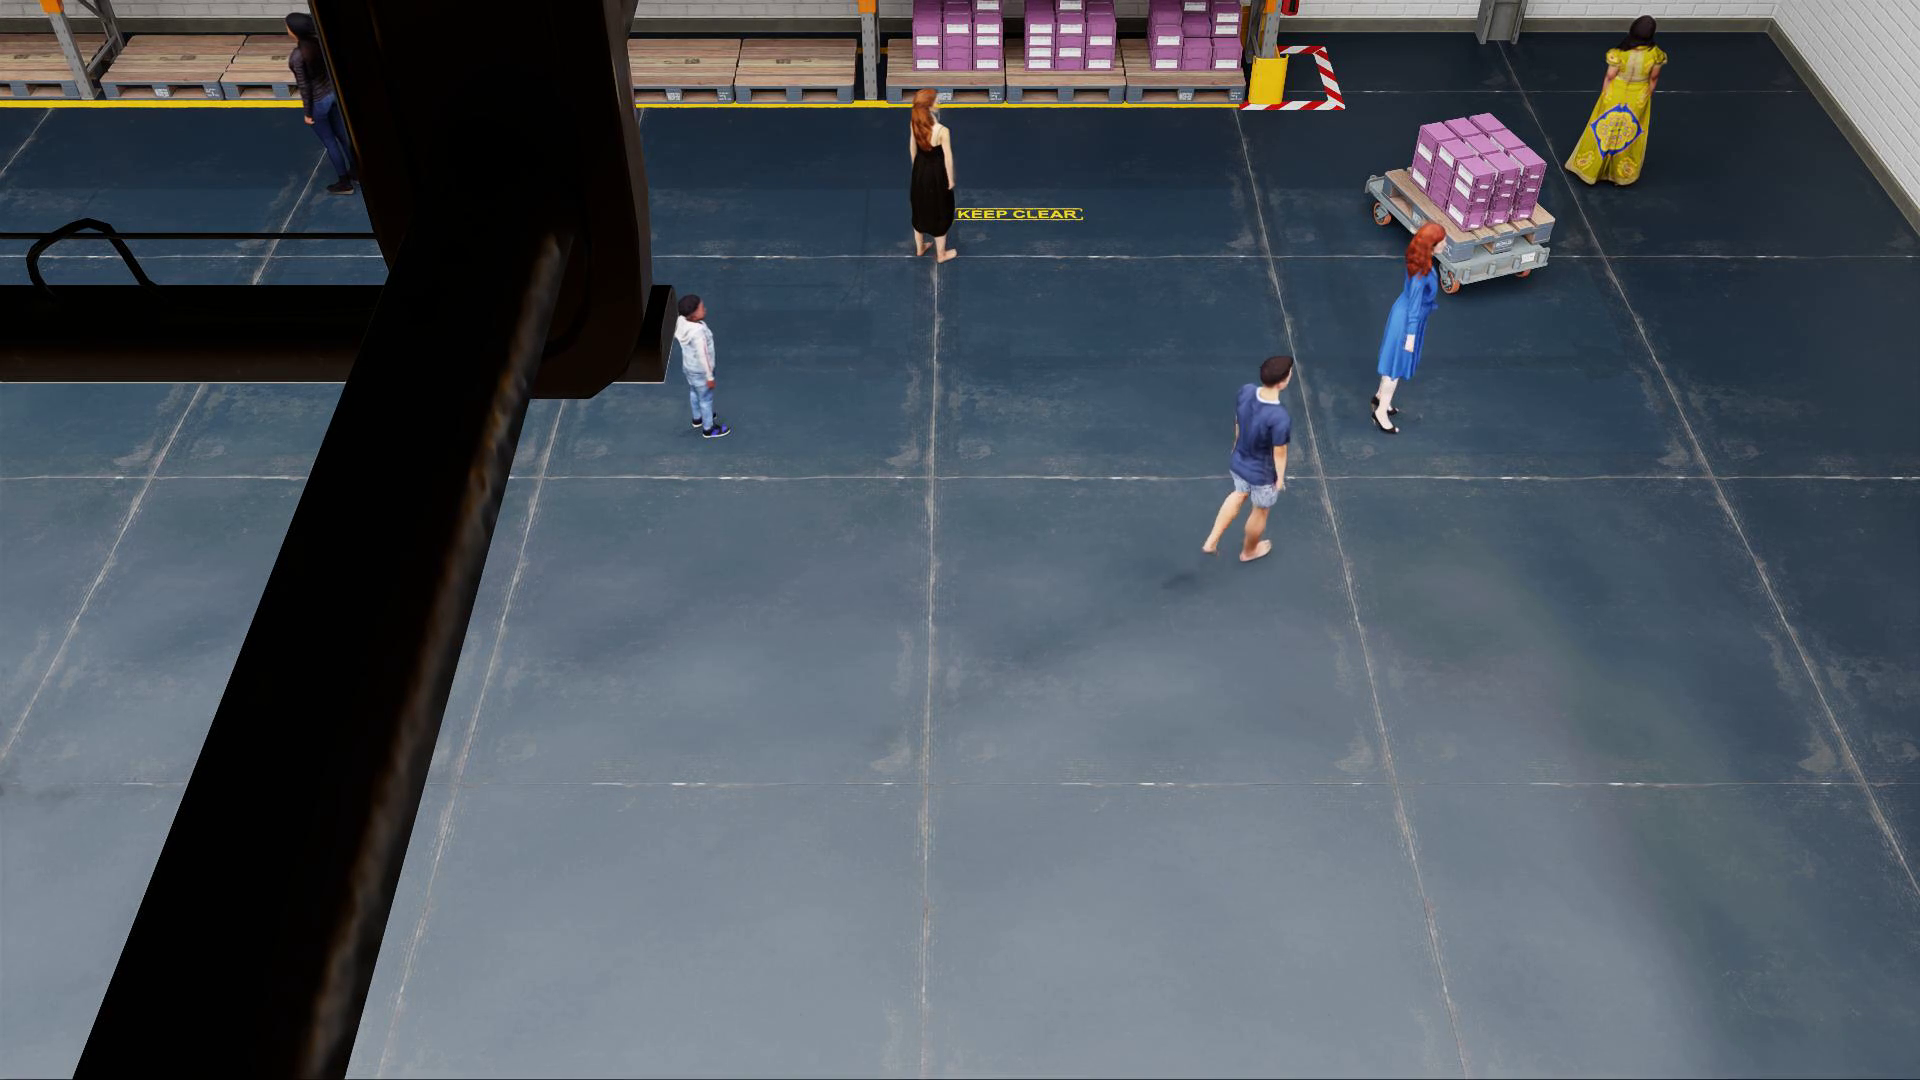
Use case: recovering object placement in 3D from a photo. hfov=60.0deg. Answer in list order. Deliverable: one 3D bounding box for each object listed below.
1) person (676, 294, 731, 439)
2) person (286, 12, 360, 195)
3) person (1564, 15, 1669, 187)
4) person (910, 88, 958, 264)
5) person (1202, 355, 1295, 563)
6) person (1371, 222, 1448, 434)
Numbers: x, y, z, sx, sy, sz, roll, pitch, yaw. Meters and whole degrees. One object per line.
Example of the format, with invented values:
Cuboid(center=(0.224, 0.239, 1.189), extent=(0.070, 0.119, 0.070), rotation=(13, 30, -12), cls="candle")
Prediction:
Cuboid(center=(-2.009, -1.352, 12.772), extent=(0.598, 1.260, 0.558), rotation=(-23, 48, -22), cls="person")
Cuboid(center=(-5.820, -3.987, 15.185), extent=(0.647, 1.747, 0.685), rotation=(11, 45, 12), cls="person")
Cuboid(center=(6.109, -4.037, 15.300), extent=(0.793, 1.660, 0.973), rotation=(8, 44, 8), cls="person")
Cuboid(center=(-0.262, -3.152, 14.395), extent=(0.656, 1.626, 0.734), rotation=(25, 49, 24), cls="person")
Cuboid(center=(1.983, -0.498, 11.458), extent=(0.971, 1.835, 0.885), rotation=(-28, 50, -26), cls="person")
Cuboid(center=(3.395, -1.625, 12.647), extent=(0.644, 1.827, 0.669), rotation=(9, 44, 9), cls="person")
